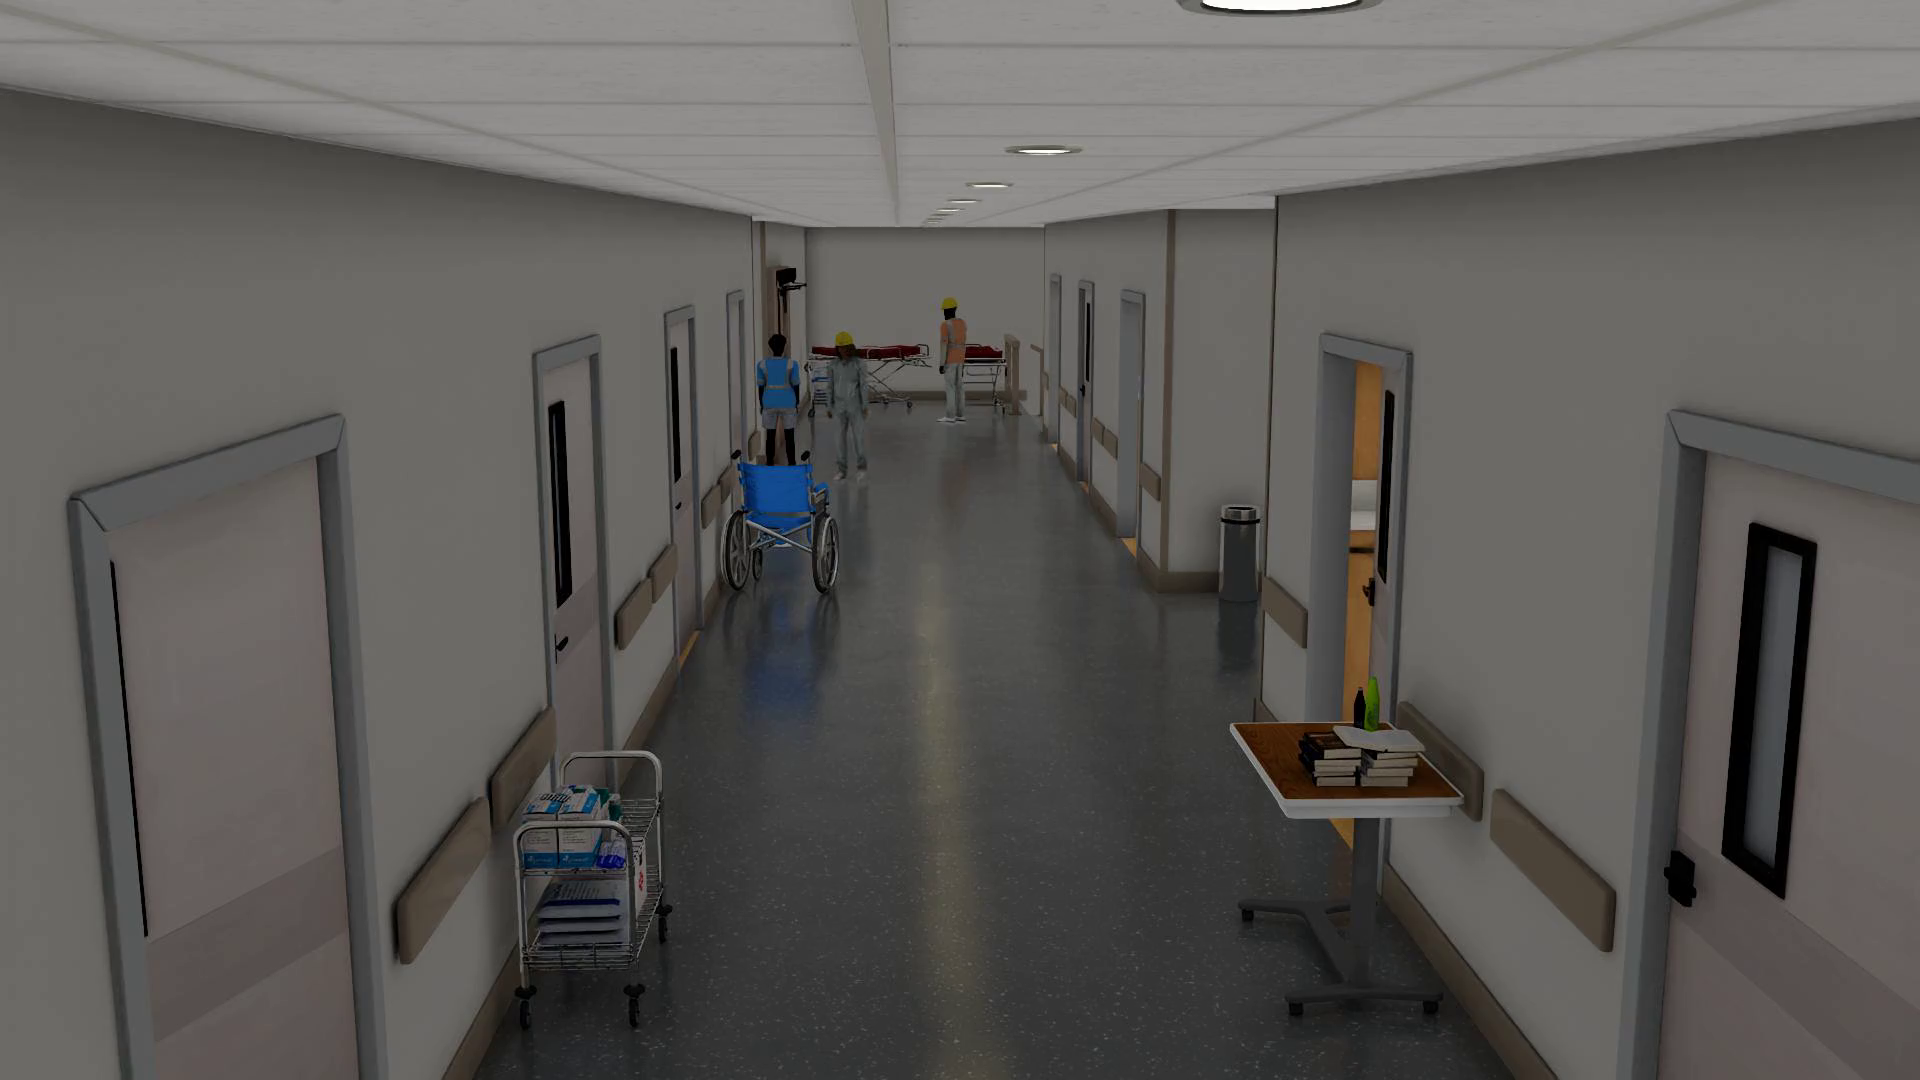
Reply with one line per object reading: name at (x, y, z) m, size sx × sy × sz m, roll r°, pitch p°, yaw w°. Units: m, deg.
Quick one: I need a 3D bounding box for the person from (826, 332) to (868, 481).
person at (-1.306, -1.550, 19.333) m, size 0.514 × 1.737 × 0.354 m, roll 2°, pitch 10°, yaw 13°

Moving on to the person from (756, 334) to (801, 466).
person at (-2.137, -1.589, 19.681) m, size 0.531 × 1.693 × 0.320 m, roll 1°, pitch 10°, yaw 4°

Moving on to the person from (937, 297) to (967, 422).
person at (-0.130, -2.775, 25.664) m, size 0.398 × 1.920 × 0.586 m, roll 7°, pitch 13°, yaw 36°
